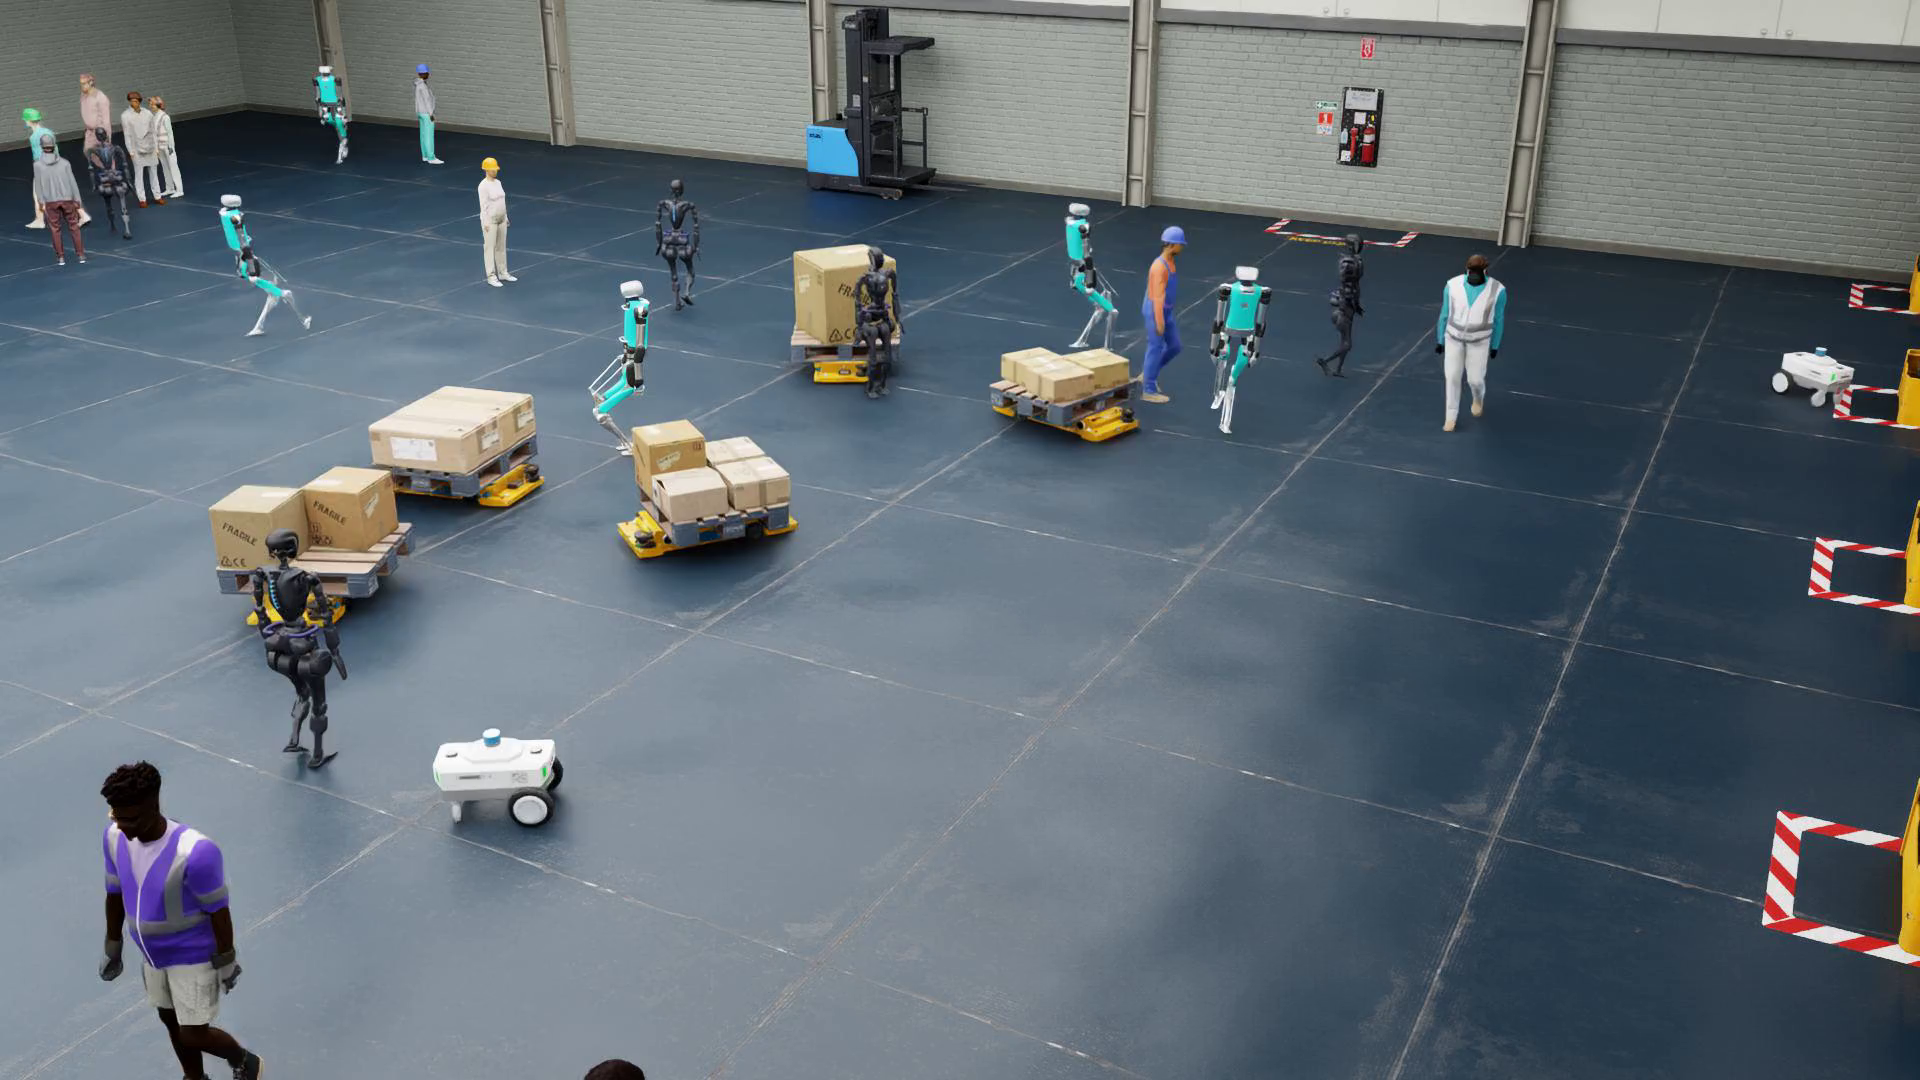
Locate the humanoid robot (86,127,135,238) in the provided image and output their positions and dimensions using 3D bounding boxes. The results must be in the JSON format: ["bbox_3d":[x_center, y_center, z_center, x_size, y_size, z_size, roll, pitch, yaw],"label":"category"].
[{"bbox_3d":[-12.714,-5.347,24.914,0.587,1.621,0.839,-14,27,-29],"label":"humanoid robot"}]

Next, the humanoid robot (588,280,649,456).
[{"bbox_3d":[-3.296,-1.620,15.904,0.735,1.677,0.533,-8,25,-19],"label":"humanoid robot"}]

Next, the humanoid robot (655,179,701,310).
[{"bbox_3d":[-3.592,-3.744,21.094,0.602,1.654,0.353,2,23,4],"label":"humanoid robot"}]

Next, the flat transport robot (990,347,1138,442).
[{"bbox_3d":[1.085,-1.336,17.273,1.431,0.231,0.659,21,31,40],"label":"flat transport robot"}]

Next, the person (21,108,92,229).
[{"bbox_3d":[-13.896,-5.667,25.380,0.961,1.828,0.527,3,23,6],"label":"person"}]

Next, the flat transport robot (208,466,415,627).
[{"bbox_3d":[-5.132,0.319,13.420,0.659,0.231,1.431,1,23,3],"label":"flat transport robot"}]

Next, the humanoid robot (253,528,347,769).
[{"bbox_3d":[-4.269,0.697,10.754,0.609,1.644,0.344,7,24,15],"label":"humanoid robot"}]

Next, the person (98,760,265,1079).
[{"bbox_3d":[-3.634,1.878,7.655,0.634,1.953,0.437,10,25,21],"label":"person"}]

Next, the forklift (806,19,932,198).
[{"bbox_3d":[-1.573,-7.292,27.850,1.873,2.768,1.129,12,26,25],"label":"forklift"}]

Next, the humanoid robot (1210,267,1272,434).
[{"bbox_3d":[2.804,-2.022,17.079,0.567,1.757,1.045,0,23,0],"label":"humanoid robot"}]

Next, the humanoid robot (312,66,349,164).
[{"bbox_3d":[-11.467,-7.870,30.671,0.532,1.778,0.990,0,23,1],"label":"humanoid robot"}]

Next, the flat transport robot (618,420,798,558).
[{"bbox_3d":[-2.183,-0.137,14.482,1.431,0.231,0.659,-11,26,-24],"label":"flat transport robot"}]

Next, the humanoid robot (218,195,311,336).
[{"bbox_3d":[-8.312,-3.296,20.013,0.931,1.803,0.560,-18,29,-36],"label":"humanoid robot"}]

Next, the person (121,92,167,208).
[{"bbox_3d":[-13.209,-6.318,26.900,0.503,1.828,0.370,-20,30,-39],"label":"person"}]

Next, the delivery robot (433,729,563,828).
[{"bbox_3d":[-2.868,1.465,10.391,0.768,0.597,0.501,-2,23,-4],"label":"delivery robot"}]

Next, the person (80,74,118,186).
[{"bbox_3d":[-14.697,-6.956,28.292,0.657,1.892,0.442,14,27,29],"label":"person"}]

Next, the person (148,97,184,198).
[{"bbox_3d":[-13.208,-6.528,27.621,0.520,1.640,0.305,16,28,33],"label":"person"}]

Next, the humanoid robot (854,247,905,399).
[{"bbox_3d":[-0.880,-2.340,17.835,0.609,1.646,0.343,-17,28,-34],"label":"humanoid robot"}]

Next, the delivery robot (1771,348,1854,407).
[{"bbox_3d":[9.210,-1.779,17.965,0.518,0.613,0.785,-10,25,-21],"label":"delivery robot"}]

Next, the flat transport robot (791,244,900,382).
[{"bbox_3d":[-1.291,-2.094,19.038,0.659,0.231,1.431,-1,23,-1],"label":"flat transport robot"}]

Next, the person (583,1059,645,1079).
[{"bbox_3d":[-1.177,2.642,5.920,0.393,1.922,0.589,-3,23,-7],"label":"person"}]

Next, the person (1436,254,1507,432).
[{"bbox_3d":[5.172,-2.022,16.903,0.636,1.830,0.528,11,26,25],"label":"person"}]

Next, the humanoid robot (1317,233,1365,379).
[{"bbox_3d":[4.263,-2.586,18.405,0.372,1.648,0.589,13,26,27],"label":"humanoid robot"}]

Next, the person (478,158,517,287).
[{"bbox_3d":[-6.240,-4.268,22.287,0.316,1.697,0.464,9,25,19],"label":"person"}]

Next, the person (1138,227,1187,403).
[{"bbox_3d":[2.149,-2.379,17.657,0.436,1.882,0.573,12,26,26],"label":"person"}]

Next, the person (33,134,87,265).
[{"bbox_3d":[-12.653,-4.783,23.354,0.550,1.806,0.381,-13,26,-27],"label":"person"}]

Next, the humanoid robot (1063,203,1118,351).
[{"bbox_3d":[1.599,-3.054,19.440,0.794,1.798,0.530,-9,25,-20],"label":"humanoid robot"}]

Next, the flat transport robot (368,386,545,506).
[{"bbox_3d":[-4.672,-0.572,15.494,1.431,0.231,0.659,7,24,15],"label":"flat transport robot"}]

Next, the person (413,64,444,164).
[{"bbox_3d":[-9.743,-7.776,30.359,0.351,1.775,0.542,-15,27,-31],"label":"person"}]
